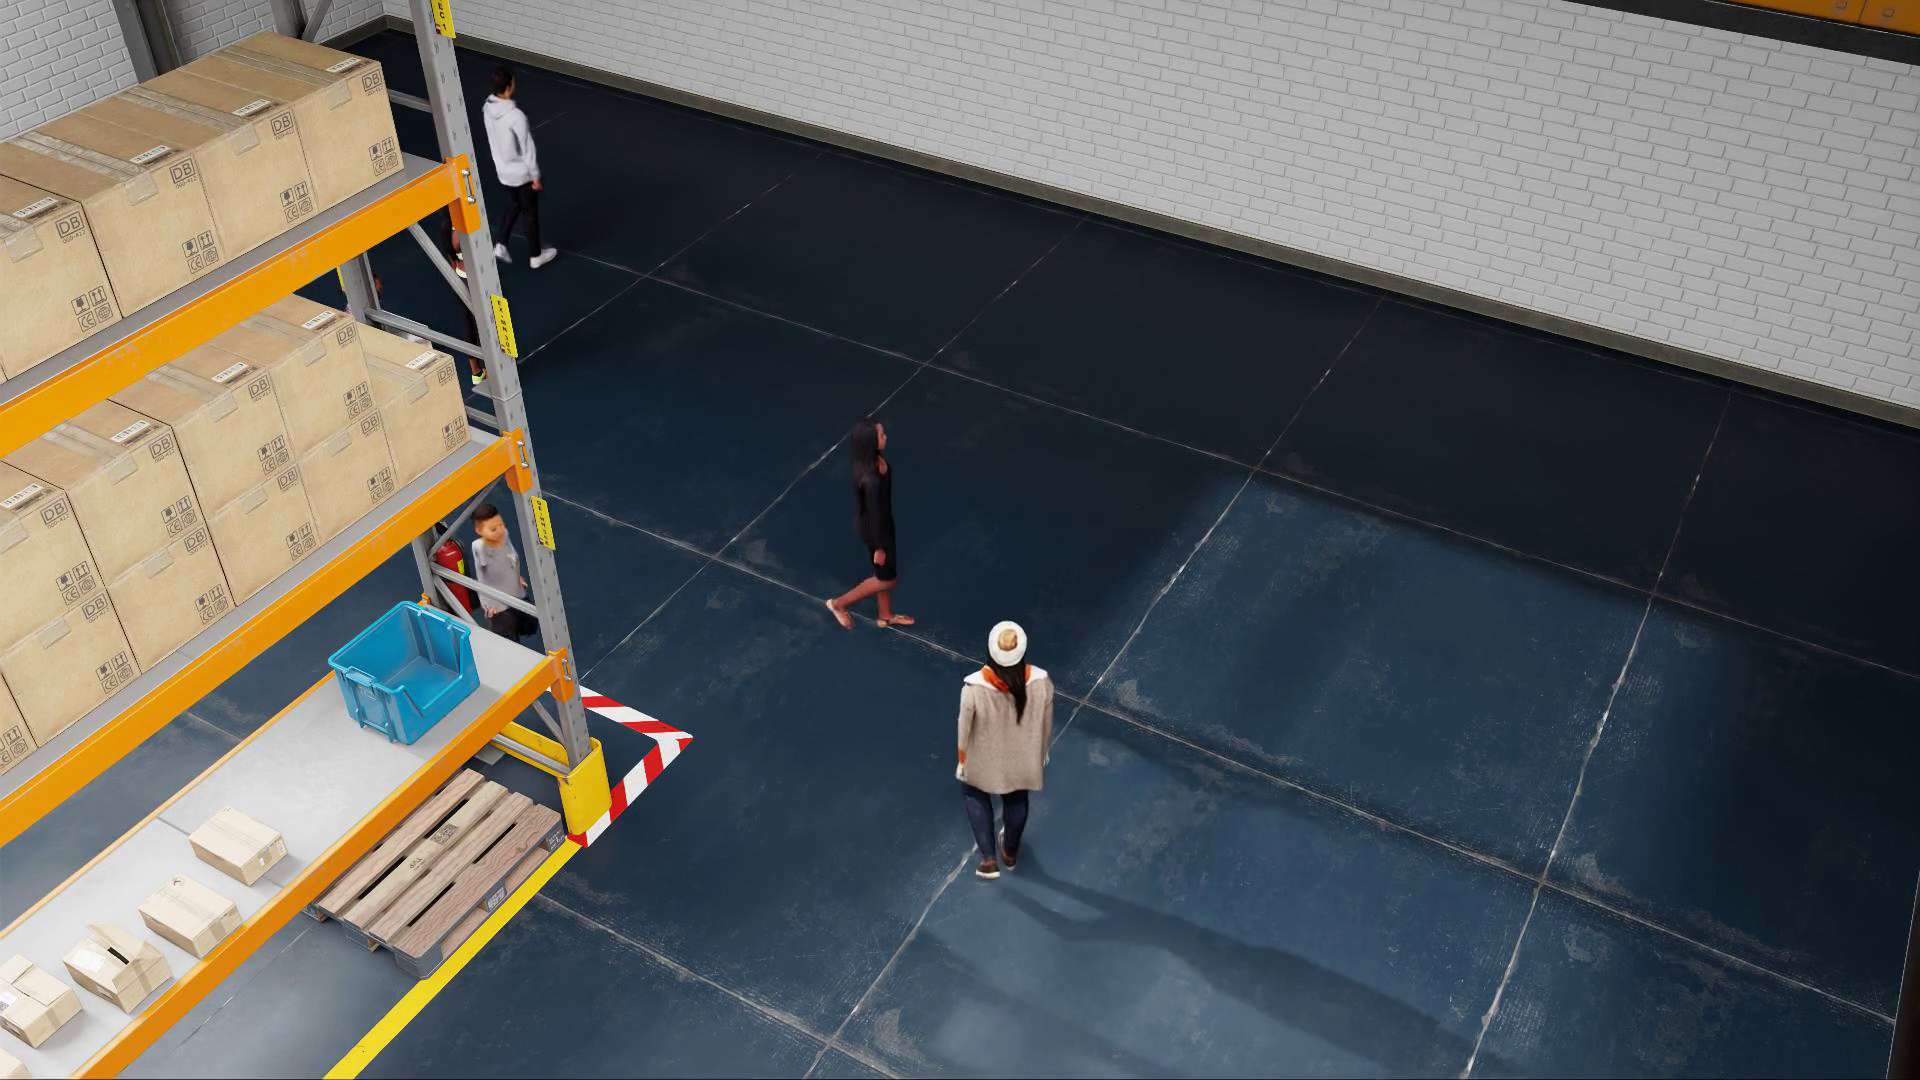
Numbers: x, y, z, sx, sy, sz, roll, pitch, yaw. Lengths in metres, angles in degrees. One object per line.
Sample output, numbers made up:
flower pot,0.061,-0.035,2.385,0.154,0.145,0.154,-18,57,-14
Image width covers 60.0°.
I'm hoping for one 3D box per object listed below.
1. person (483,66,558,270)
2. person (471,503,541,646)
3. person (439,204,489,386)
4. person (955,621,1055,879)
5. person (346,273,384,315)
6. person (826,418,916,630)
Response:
person,-4.013,-3.249,14.760,0.716,1.919,0.891,23,44,26
person,-2.998,0.302,10.694,0.632,1.444,0.680,21,43,24
person,-3.919,-1.986,13.312,0.596,1.753,0.612,-31,48,-33
person,0.239,1.223,9.195,0.903,1.876,0.964,-5,39,-6
person,-4.329,-1.159,12.297,1.201,1.728,0.972,-26,46,-29
person,-0.624,-0.054,10.927,0.926,1.710,0.903,-2,39,-2
